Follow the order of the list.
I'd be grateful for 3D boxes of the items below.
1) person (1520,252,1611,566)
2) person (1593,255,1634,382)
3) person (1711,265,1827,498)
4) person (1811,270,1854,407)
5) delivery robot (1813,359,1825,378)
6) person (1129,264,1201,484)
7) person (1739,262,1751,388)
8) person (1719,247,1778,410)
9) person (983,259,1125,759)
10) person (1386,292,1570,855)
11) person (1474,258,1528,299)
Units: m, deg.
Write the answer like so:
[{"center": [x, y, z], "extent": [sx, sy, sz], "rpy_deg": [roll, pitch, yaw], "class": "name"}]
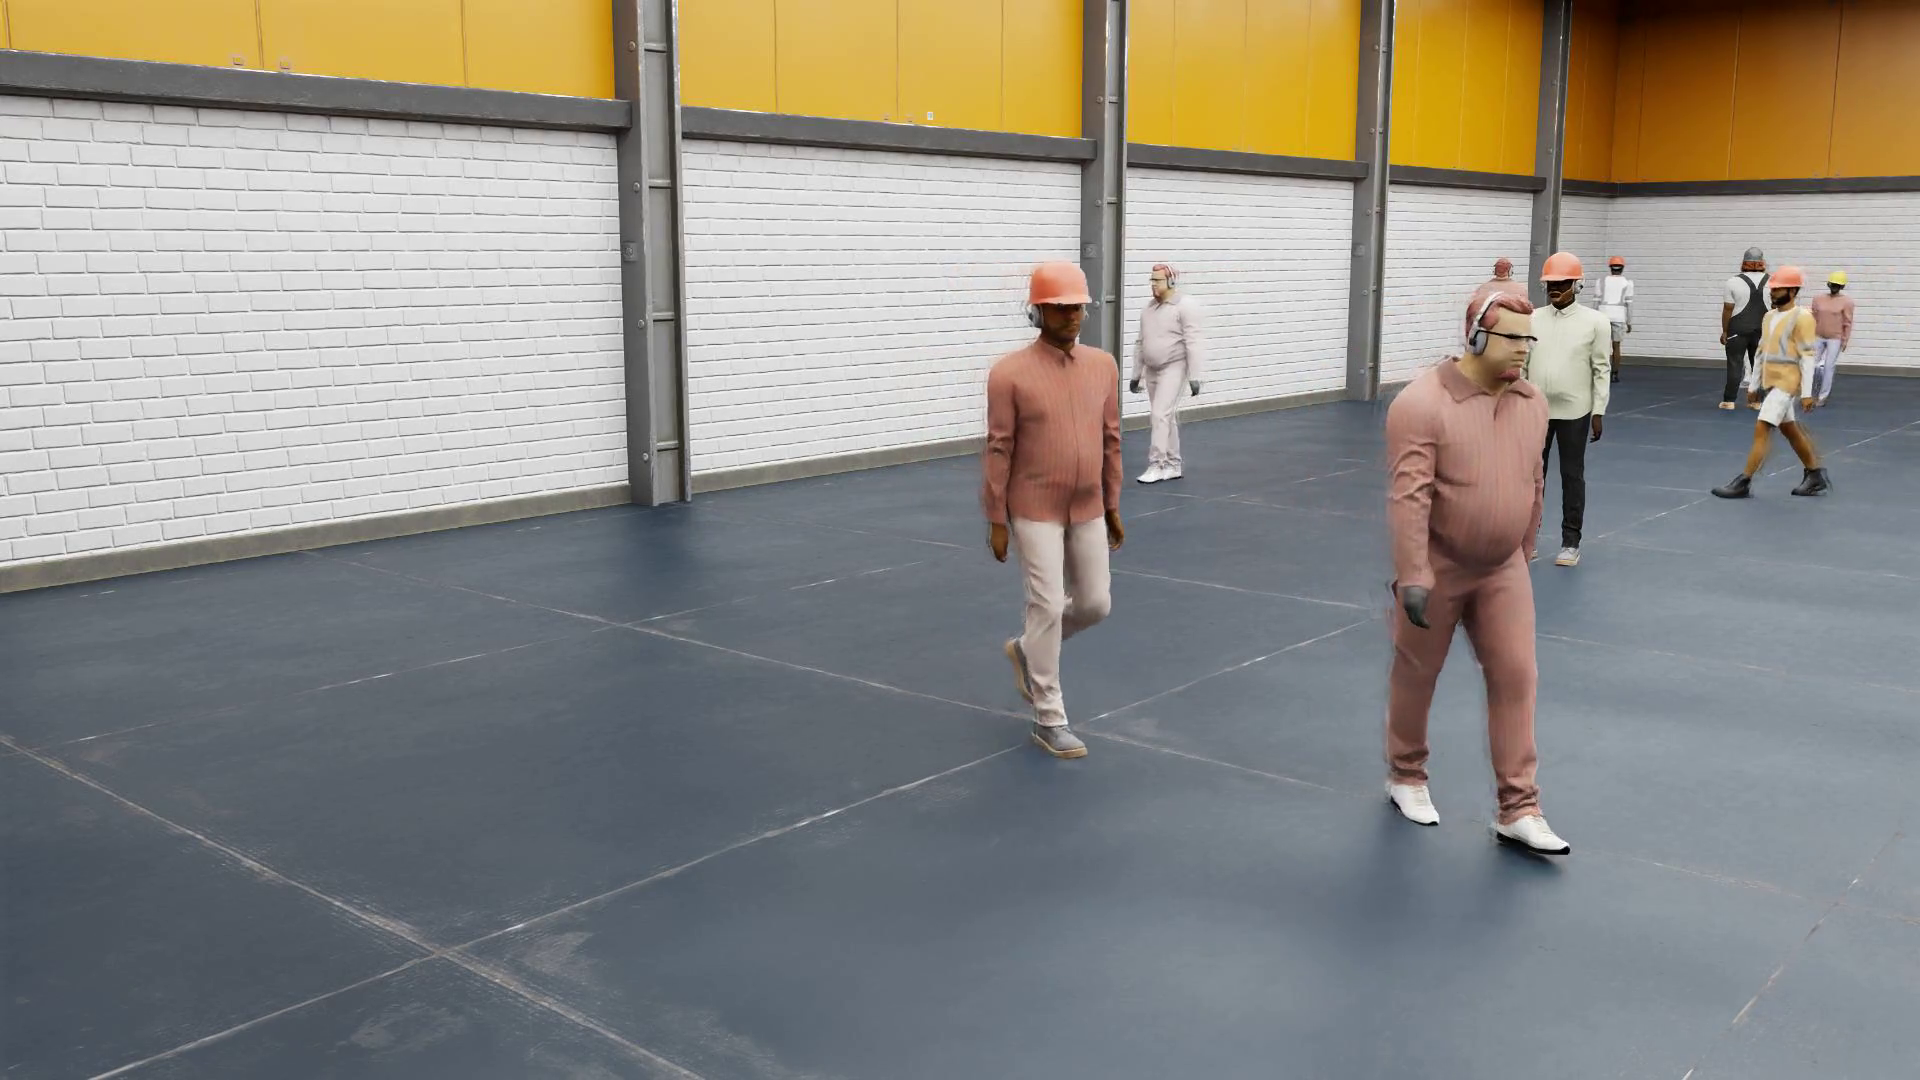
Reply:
[{"center": [3.816, -0.833, 10.651], "extent": [0.626, 1.992, 0.387], "rpy_deg": [8, 13, 39], "class": "person"}, {"center": [9.870, -3.334, 25.132], "extent": [0.569, 1.910, 0.474], "rpy_deg": [4, 11, 23], "class": "person"}, {"center": [6.661, -1.269, 13.466], "extent": [1.013, 1.891, 0.557], "rpy_deg": [-1, 10, -4], "class": "person"}, {"center": [11.078, -2.564, 21.200], "extent": [0.455, 1.743, 0.556], "rpy_deg": [-8, 13, -39], "class": "person"}, {"center": [12.147, -2.501, 23.981], "extent": [0.477, 0.478, 0.707], "rpy_deg": [-5, 11, -26], "class": "delivery robot"}, {"center": [1.672, -1.421, 14.306], "extent": [0.777, 1.880, 0.680], "rpy_deg": [-7, 12, -34], "class": "person"}, {"center": [11.476, -3.115, 24.010], "extent": [0.505, 1.864, 0.598], "rpy_deg": [9, 14, 43], "class": "person"}, {"center": [9.882, -2.656, 20.902], "extent": [0.682, 2.000, 0.537], "rpy_deg": [1, 10, 5], "class": "person"}, {"center": [0.350, -0.143, 6.760], "extent": [0.621, 1.981, 0.625], "rpy_deg": [-6, 12, -30], "class": "person"}, {"center": [1.754, 0.119, 5.590], "extent": [0.655, 1.866, 0.909], "rpy_deg": [-2, 10, -14], "class": "person"}, {"center": [6.467, -2.416, 19.918], "extent": [0.642, 1.909, 0.408], "rpy_deg": [4, 11, 21], "class": "person"}]
